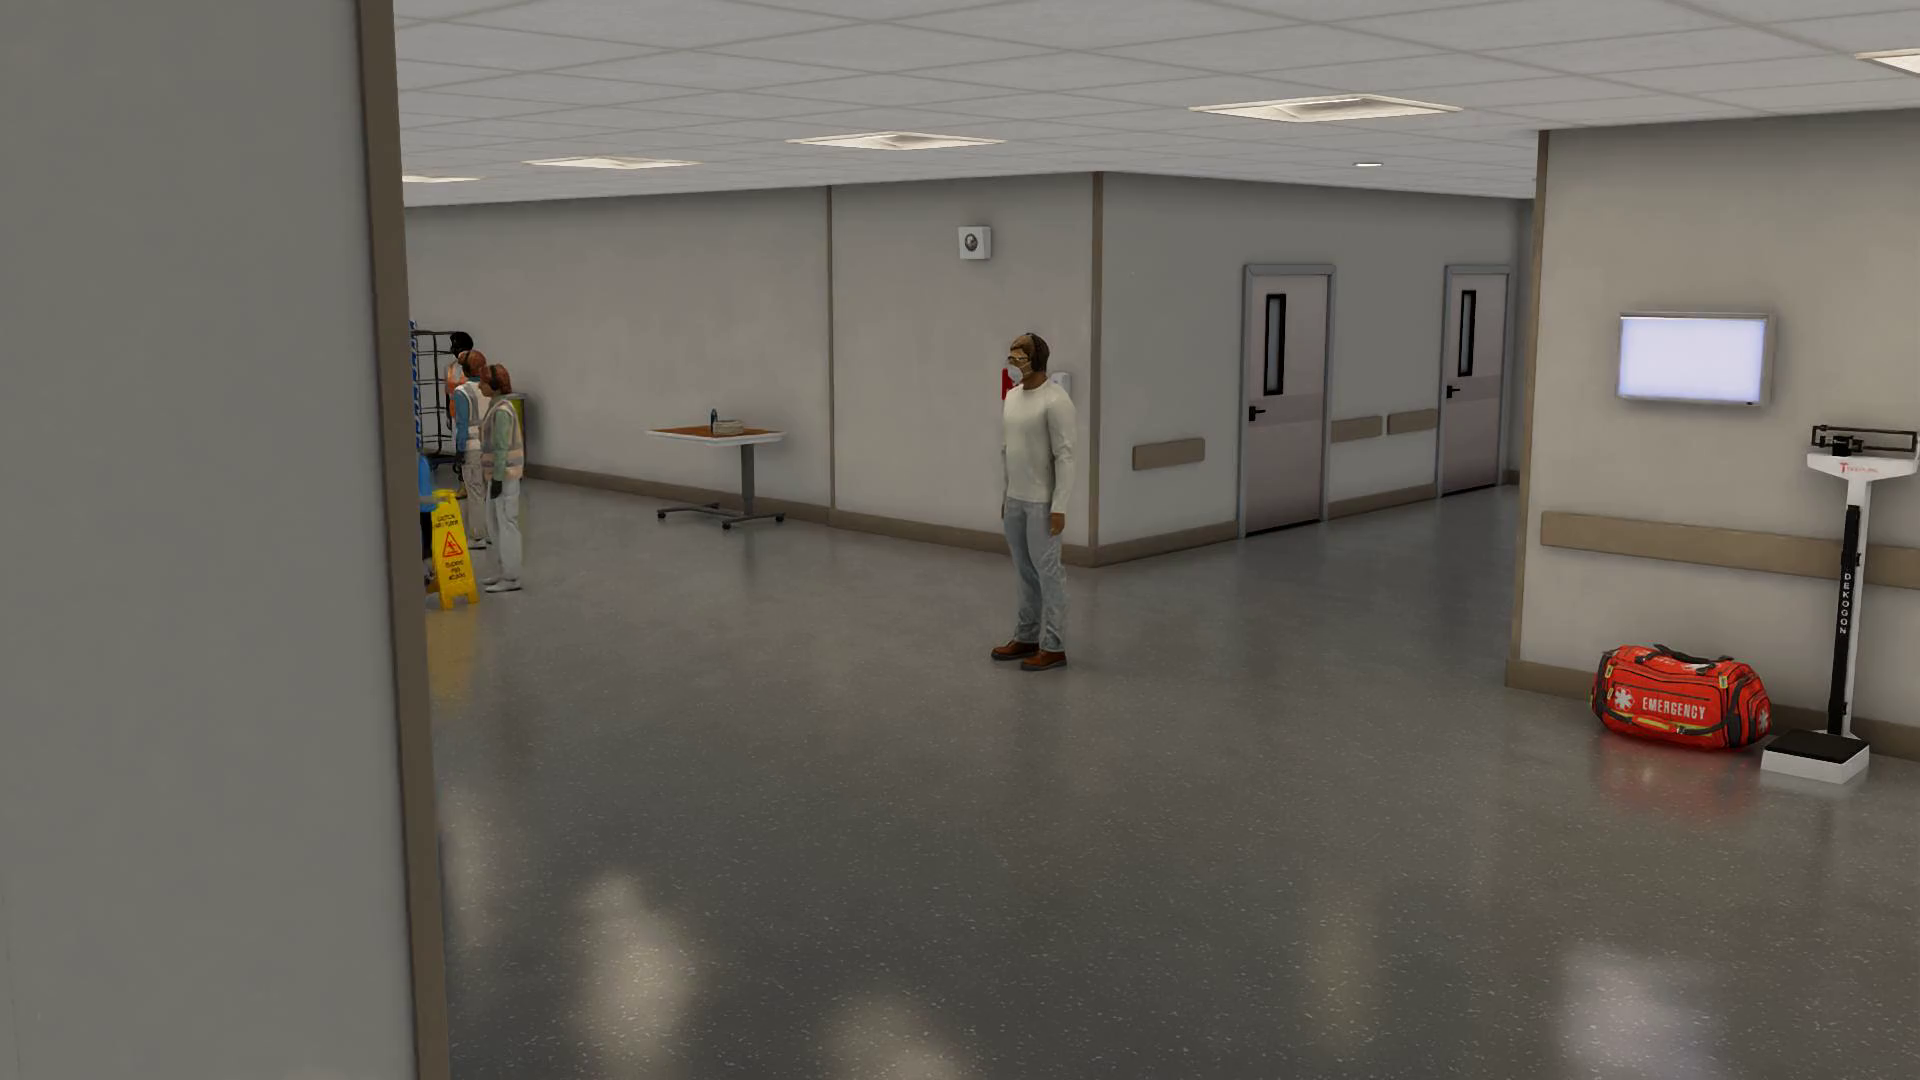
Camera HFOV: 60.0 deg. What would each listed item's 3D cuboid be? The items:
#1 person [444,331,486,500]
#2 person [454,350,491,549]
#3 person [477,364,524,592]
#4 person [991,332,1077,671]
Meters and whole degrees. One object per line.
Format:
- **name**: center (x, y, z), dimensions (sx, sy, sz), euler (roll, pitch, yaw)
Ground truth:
- **person**: center (-4.888, -1.225, 16.498), dimensions (0.530, 1.689, 0.321), euler (4, 10, 22)
- **person**: center (-3.969, -0.742, 13.690), dimensions (0.306, 1.640, 0.522), euler (4, 10, 21)
- **person**: center (-3.269, -0.439, 11.865), dimensions (0.317, 1.631, 0.530), euler (-4, 10, -21)
- **person**: center (0.429, -0.220, 9.572), dimensions (0.355, 1.937, 0.635), euler (-5, 11, -29)
